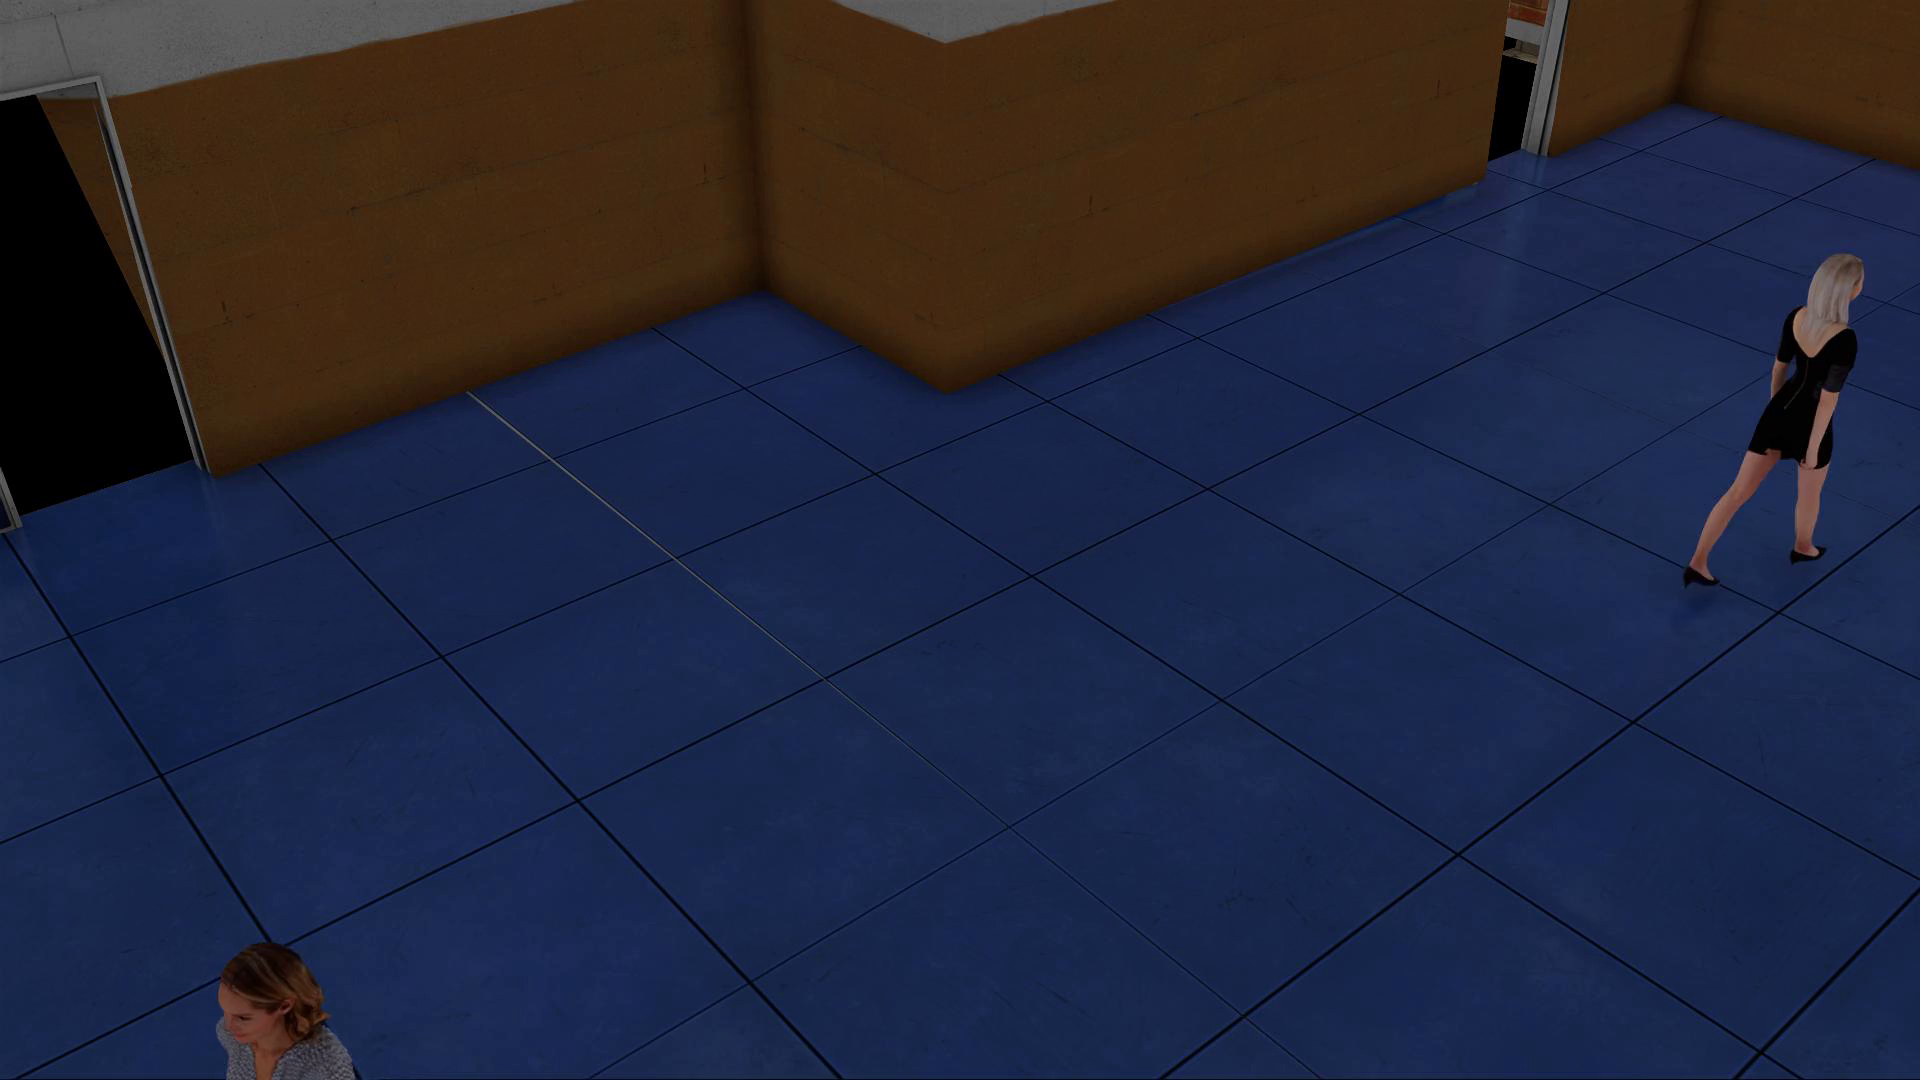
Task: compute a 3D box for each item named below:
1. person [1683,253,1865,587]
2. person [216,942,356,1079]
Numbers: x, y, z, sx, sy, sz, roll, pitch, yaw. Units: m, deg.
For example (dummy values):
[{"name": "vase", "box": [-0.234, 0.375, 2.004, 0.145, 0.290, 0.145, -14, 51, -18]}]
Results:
[{"name": "person", "box": [3.966, -0.505, 8.086, 0.892, 1.779, 1.164, -13, 36, -19]}, {"name": "person", "box": [-1.747, 1.729, 4.722, 0.715, 1.786, 0.790, 16, 37, 23]}]
